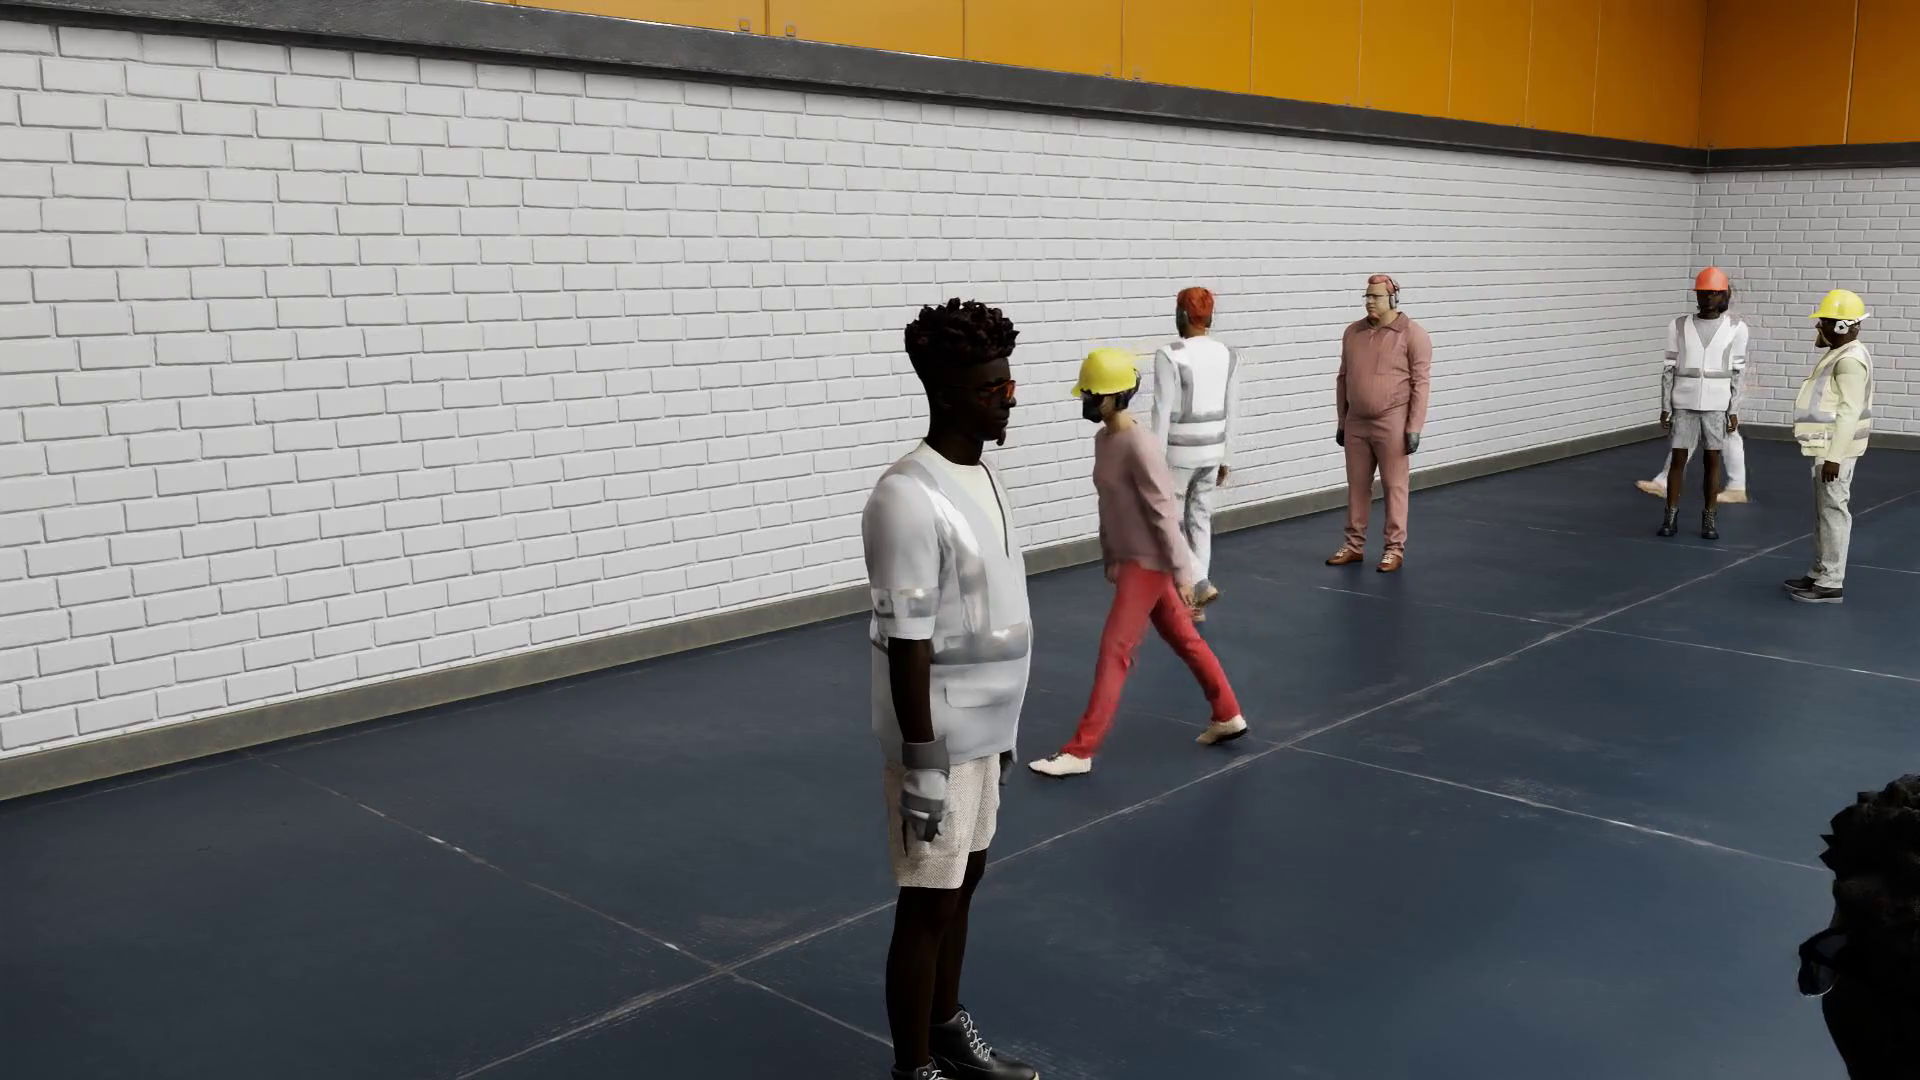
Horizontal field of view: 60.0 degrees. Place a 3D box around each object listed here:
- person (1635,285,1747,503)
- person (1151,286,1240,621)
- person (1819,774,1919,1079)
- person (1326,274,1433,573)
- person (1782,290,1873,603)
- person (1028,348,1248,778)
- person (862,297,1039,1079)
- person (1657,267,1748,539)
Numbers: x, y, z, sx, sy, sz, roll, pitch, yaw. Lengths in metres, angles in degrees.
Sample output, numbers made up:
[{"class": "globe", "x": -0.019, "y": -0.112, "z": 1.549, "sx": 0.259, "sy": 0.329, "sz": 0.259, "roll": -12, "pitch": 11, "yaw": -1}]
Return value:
[{"class": "person", "x": 6.046, "y": -1.201, "z": 13.573, "sx": 0.915, "sy": 1.805, "sz": 0.648, "roll": 0, "pitch": 10, "yaw": 3}, {"class": "person", "x": 1.287, "y": -0.454, "z": 9.147, "sx": 0.591, "sy": 1.869, "sz": 0.454, "roll": -6, "pitch": 12, "yaw": -32}, {"class": "person", "x": 0.738, "y": 1.011, "z": 1.302, "sx": 0.540, "sy": 1.695, "sz": 0.317, "roll": -5, "pitch": 11, "yaw": -29}, {"class": "person", "x": 2.688, "y": -0.749, "z": 10.725, "sx": 0.399, "sy": 1.909, "sz": 0.642, "roll": -10, "pitch": 14, "yaw": -43}, {"class": "person", "x": 5.110, "y": -0.546, "z": 9.780, "sx": 0.403, "sy": 1.834, "sz": 0.587, "roll": 4, "pitch": 11, "yaw": 21}, {"class": "person", "x": 0.749, "y": 0.078, "z": 6.623, "sx": 0.978, "sy": 1.694, "sz": 0.565, "roll": -2, "pitch": 10, "yaw": -10}, {"class": "person", "x": -0.012, "y": 0.429, "z": 3.850, "sx": 0.367, "sy": 1.966, "sz": 0.607, "roll": 3, "pitch": 10, "yaw": 16}, {"class": "person", "x": 5.308, "y": -0.976, "z": 11.917, "sx": 0.544, "sy": 1.943, "sz": 0.347, "roll": 5, "pitch": 11, "yaw": 24}]
